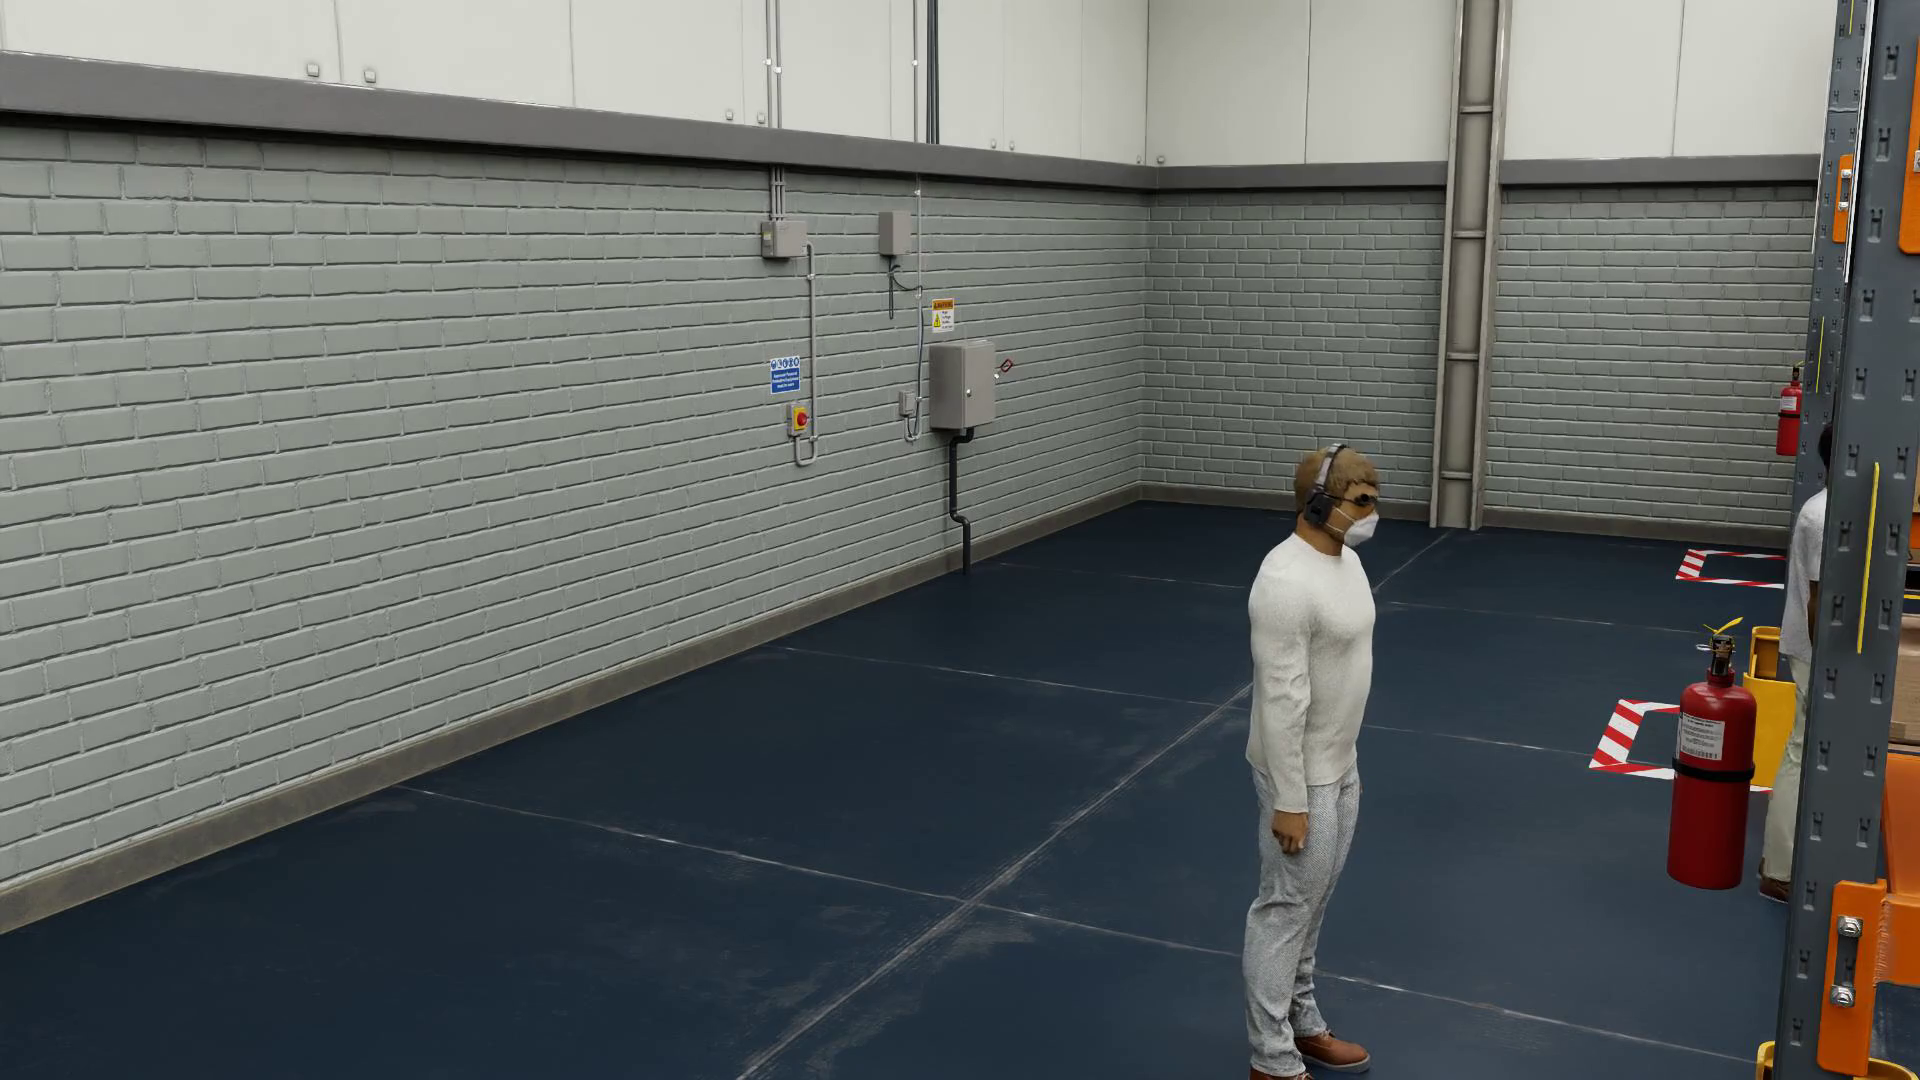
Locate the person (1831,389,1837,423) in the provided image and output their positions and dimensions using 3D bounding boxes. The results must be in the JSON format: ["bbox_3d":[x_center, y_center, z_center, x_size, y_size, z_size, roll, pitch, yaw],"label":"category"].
[{"bbox_3d":[5.443,-0.320,10.125,0.384,1.991,0.609,5,12,27],"label":"person"}]

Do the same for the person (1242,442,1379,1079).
[{"bbox_3d":[1.027,0.679,4.830,0.373,1.938,0.630,5,12,27],"label":"person"}]

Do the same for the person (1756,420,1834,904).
[{"bbox_3d":[3.248,0.459,6.266,0.340,1.856,0.560,6,12,28],"label":"person"}]
